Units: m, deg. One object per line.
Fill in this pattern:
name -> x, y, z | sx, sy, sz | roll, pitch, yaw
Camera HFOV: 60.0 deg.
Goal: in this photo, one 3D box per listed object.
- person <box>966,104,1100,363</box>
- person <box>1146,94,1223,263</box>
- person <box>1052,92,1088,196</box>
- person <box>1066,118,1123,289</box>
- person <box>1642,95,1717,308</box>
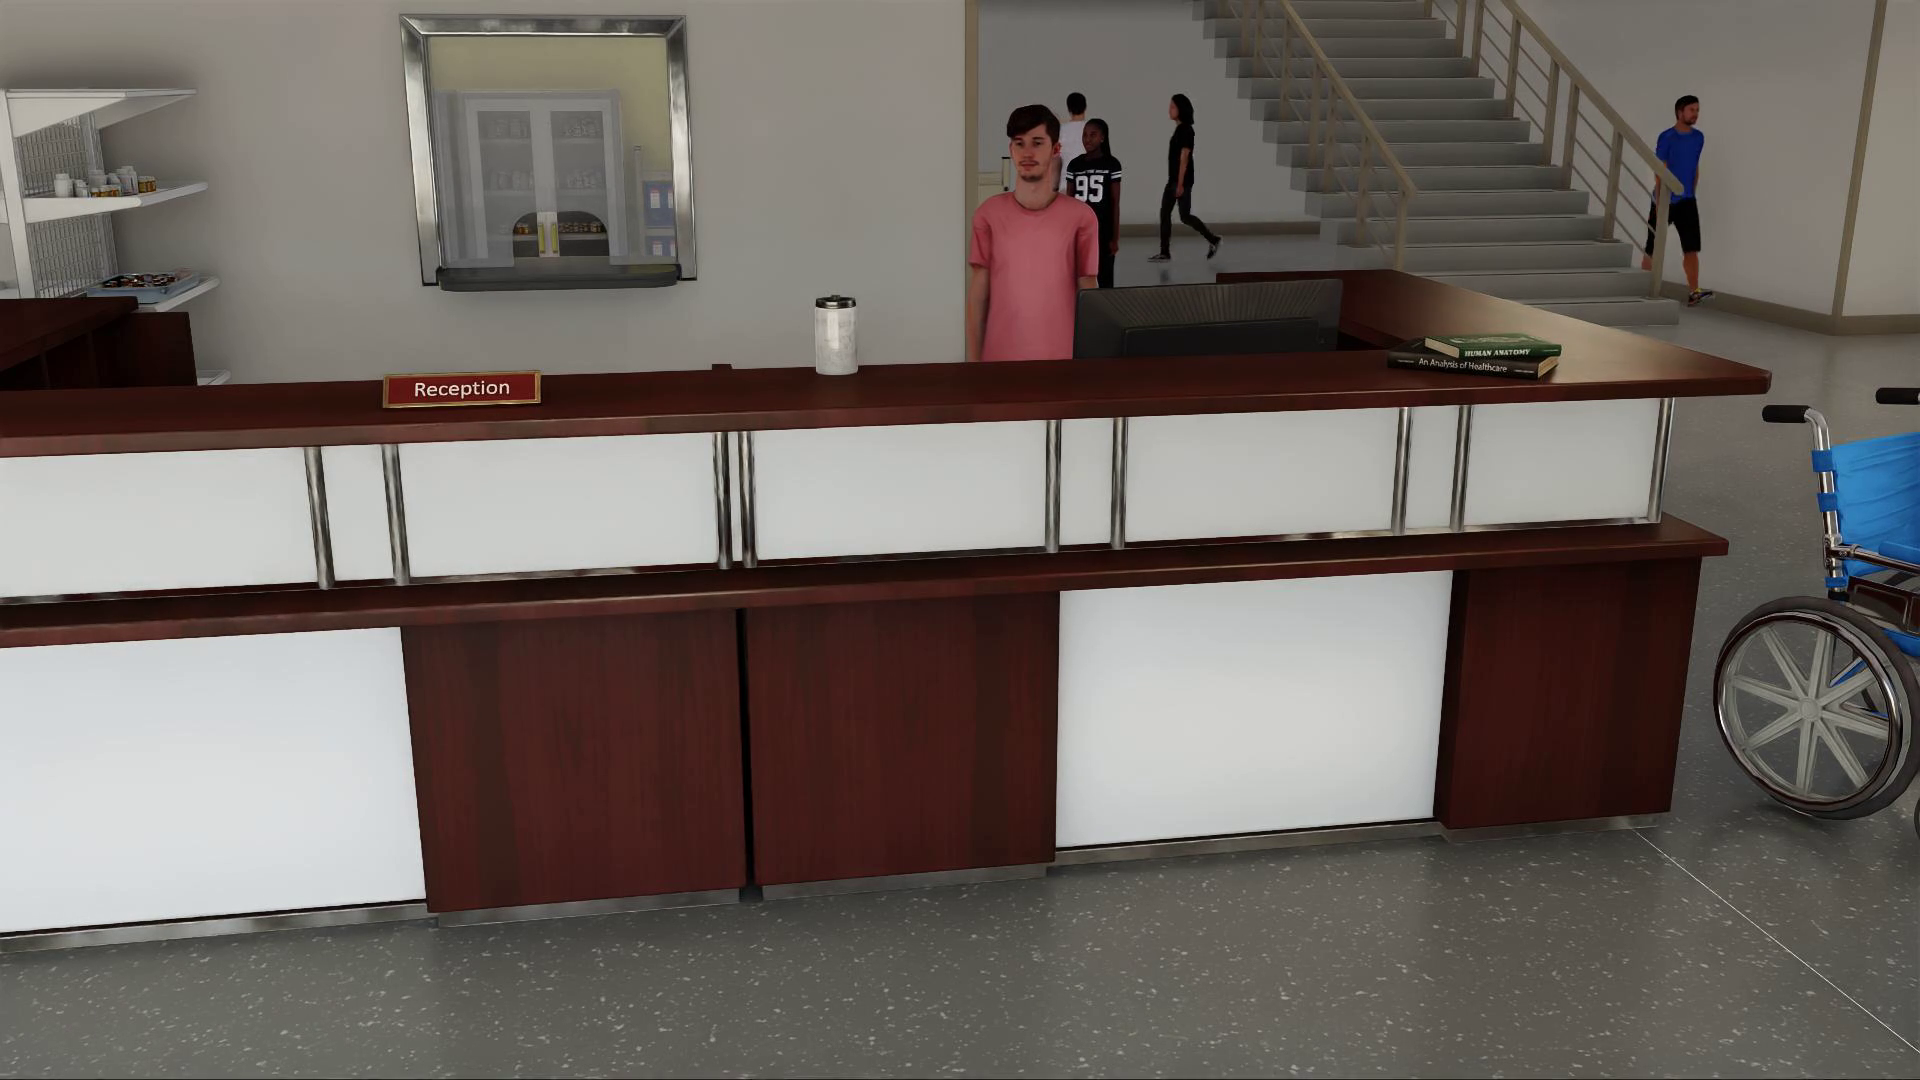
person -> 0.265, -0.578, 6.056 | 0.694, 1.958, 0.632 | 2, 16, 5
person -> 2.501, -3.931, 18.214 | 0.704, 1.801, 1.004 | -3, 16, -12
person -> 1.099, -3.237, 15.730 | 0.977, 1.826, 1.327 | 3, 16, 11
person -> 1.019, -2.314, 12.633 | 0.691, 1.729, 0.720 | 6, 17, 22
person -> 6.341, -3.021, 14.937 | 0.641, 1.840, 1.052 | -3, 16, -11
